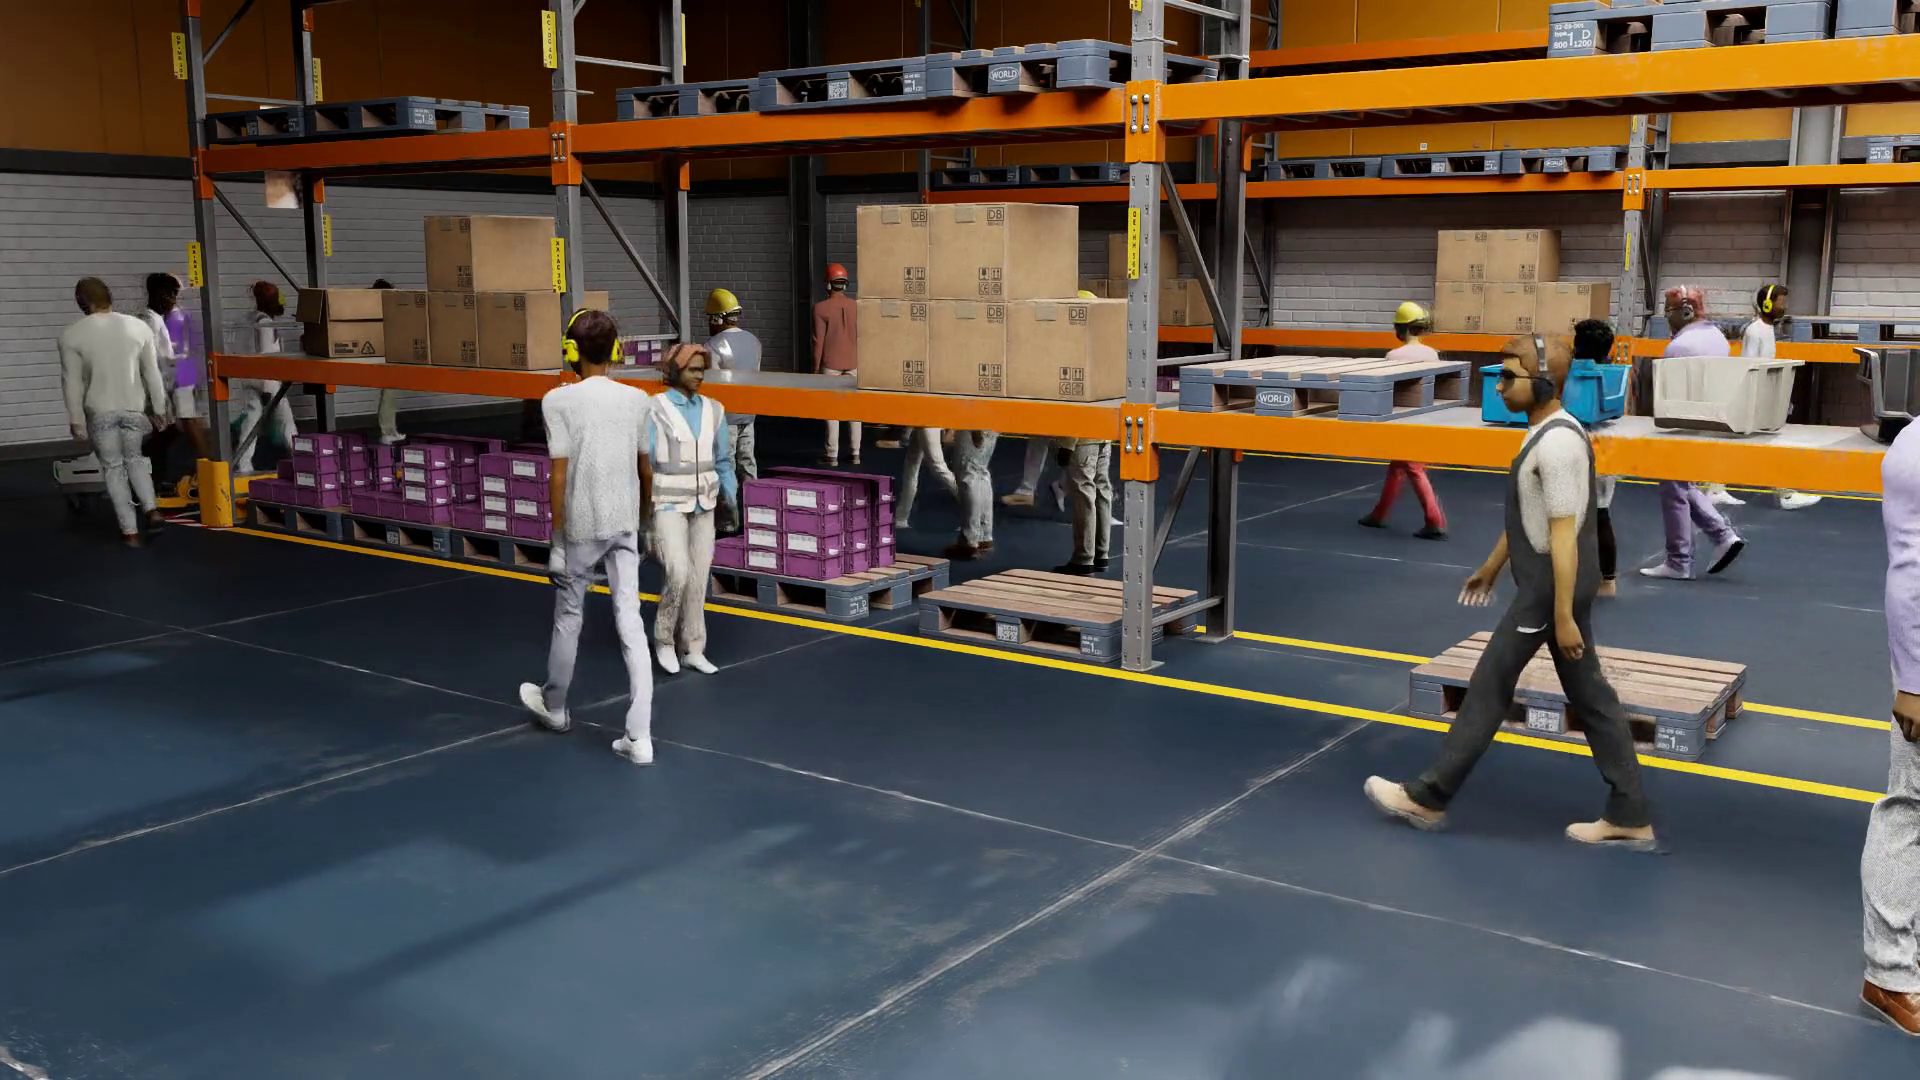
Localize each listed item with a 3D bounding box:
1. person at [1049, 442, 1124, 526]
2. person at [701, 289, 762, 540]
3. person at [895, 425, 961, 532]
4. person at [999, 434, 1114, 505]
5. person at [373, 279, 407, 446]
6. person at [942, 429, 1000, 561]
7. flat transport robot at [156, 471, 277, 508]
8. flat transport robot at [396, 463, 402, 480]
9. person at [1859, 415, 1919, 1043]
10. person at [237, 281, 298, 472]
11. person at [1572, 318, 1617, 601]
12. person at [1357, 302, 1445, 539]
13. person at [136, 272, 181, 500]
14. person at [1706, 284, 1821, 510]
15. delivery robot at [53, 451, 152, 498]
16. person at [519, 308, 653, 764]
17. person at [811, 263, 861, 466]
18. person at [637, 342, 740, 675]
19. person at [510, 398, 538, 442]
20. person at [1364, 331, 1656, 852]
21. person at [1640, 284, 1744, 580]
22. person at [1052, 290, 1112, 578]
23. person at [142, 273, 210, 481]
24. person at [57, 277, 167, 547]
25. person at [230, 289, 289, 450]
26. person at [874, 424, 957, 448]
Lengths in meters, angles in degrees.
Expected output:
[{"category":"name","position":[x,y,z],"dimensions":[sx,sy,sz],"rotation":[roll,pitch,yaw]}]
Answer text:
[{"category":"person","position":[0.973,-0.924,12.790],"dimensions":[0.608,1.623,0.520],"rotation":[5,11,27]},{"category":"person","position":[-1.665,-0.882,11.950],"dimensions":[0.403,1.827,0.590],"rotation":[6,11,32]},{"category":"person","position":[-0.205,-0.838,12.412],"dimensions":[0.845,1.598,0.516],"rotation":[2,10,12]},{"category":"person","position":[0.818,-1.150,13.592],"dimensions":[0.932,1.809,0.617],"rotation":[1,10,5]},{"category":"person","position":[-6.286,-1.963,18.369],"dimensions":[0.397,1.829,0.703],"rotation":[2,10,12]},{"category":"person","position":[0.079,-0.829,11.382],"dimensions":[0.535,1.903,0.659],"rotation":[3,10,18]},{"category":"flat transport robot","position":[-5.939,-0.446,13.955],"dimensions":[1.431,0.197,0.652],"rotation":[-4,10,-23]},{"category":"flat transport robot","position":[-4.685,-0.572,14.708],"dimensions":[1.431,0.197,0.652],"rotation":[-6,12,-34]},{"category":"person","position":[2.645,0.335,4.349],"dimensions":[0.631,1.940,0.372],"rotation":[-5,11,-29]},{"category":"person","position":[-6.321,-1.457,15.325],"dimensions":[0.564,1.829,0.874],"rotation":[8,12,40]},{"category":"person","position":[3.681,-0.479,9.936],"dimensions":[0.621,1.672,0.558],"rotation":[5,11,26]},{"category":"person","position":[3.300,-0.886,12.273],"dimensions":[0.535,1.720,0.893],"rotation":[-7,12,-35]},{"category":"person","position":[-6.739,-1.258,13.855],"dimensions":[0.578,1.930,0.690],"rotation":[-4,10,-23]},{"category":"person","position":[6.626,-1.159,13.600],"dimensions":[0.940,1.827,0.541],"rotation":[6,11,31]},{"category":"delivery robot","position":[-6.917,-0.545,13.423],"dimensions":[0.707,0.478,0.477],"rotation":[-5,11,-26]},{"category":"person","position":[-1.528,-0.036,6.886],"dimensions":[0.563,1.819,0.956],"rotation":[-8,12,-38]},{"category":"person","position":[-1.213,-1.728,16.468],"dimensions":[0.608,1.995,0.377],"rotation":[-7,12,-35]},{"category":"person","position":[-1.324,-0.145,8.093],"dimensions":[0.360,1.625,0.547],"rotation":[9,13,43]},{"category":"person","position":[-4.643,-2.044,18.784],"dimensions":[0.659,1.873,0.927],"rotation":[8,13,41]},{"category":"person","position":[1.960,0.182,5.725],"dimensions":[1.000,1.787,0.525],"rotation":[5,11,26]},{"category":"person","position":[4.633,-0.669,10.510],"dimensions":[0.513,1.879,0.686],"rotation":[9,13,43]},{"category":"person","position":[0.789,-0.670,10.642],"dimensions":[0.403,1.835,0.586],"rotation":[5,11,30]},{"category":"person","position":[-7.120,-1.410,14.823],"dimensions":[0.865,1.903,0.568],"rotation":[-4,10,-20]},{"category":"person","position":[-5.976,-0.891,11.737],"dimensions":[0.428,1.907,0.677],"rotation":[9,13,43]},{"category":"person","position":[-7.402,-1.794,17.608],"dimensions":[0.616,1.731,0.558],"rotation":[-3,10,-19]},{"category":"person","position":[-0.439,-1.988,17.876],"dimensions":[0.919,2.000,0.687],"rotation":[4,10,23]}]
